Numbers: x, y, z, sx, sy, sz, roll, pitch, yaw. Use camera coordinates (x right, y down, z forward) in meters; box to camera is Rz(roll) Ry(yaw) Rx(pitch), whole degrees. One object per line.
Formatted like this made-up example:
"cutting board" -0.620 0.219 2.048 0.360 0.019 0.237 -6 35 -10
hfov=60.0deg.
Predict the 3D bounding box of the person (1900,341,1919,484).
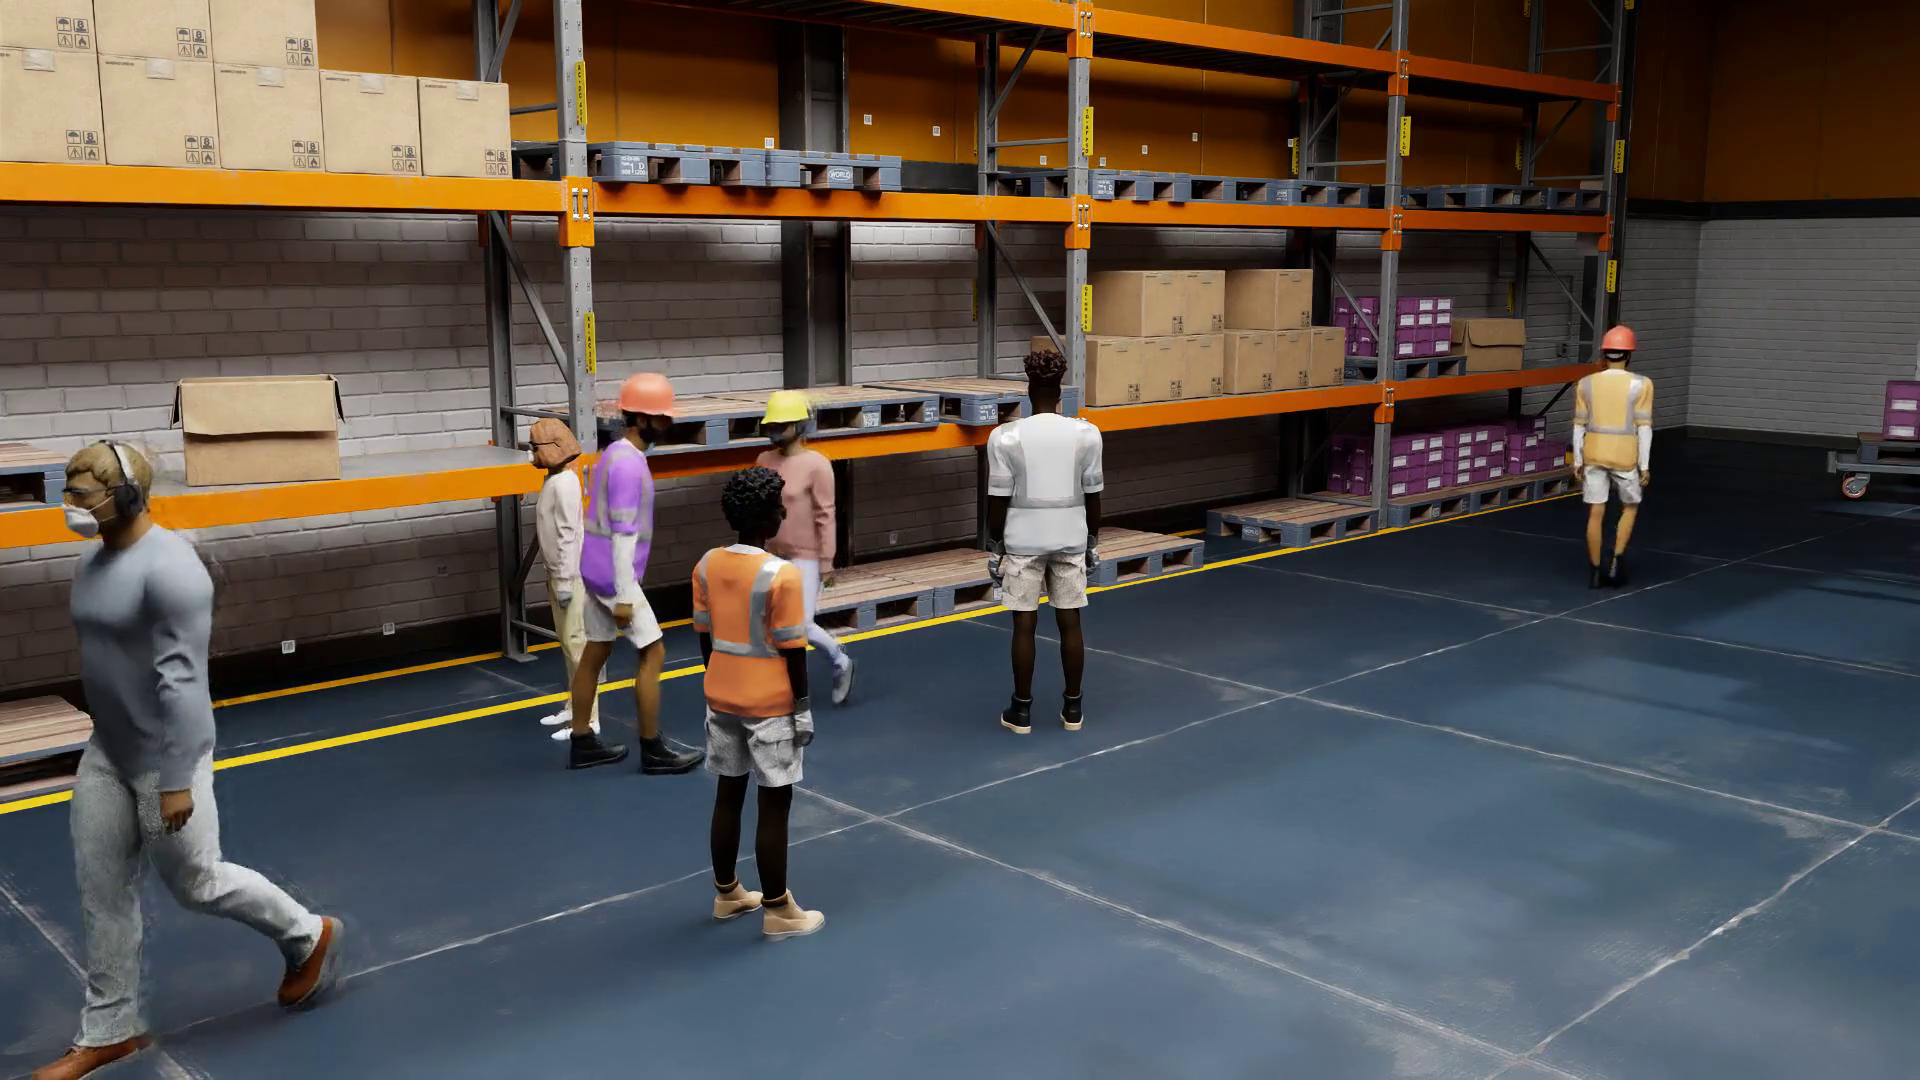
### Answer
"person" 10.386 -1.533 17.775 0.572 1.884 0.356 -4 10 -20

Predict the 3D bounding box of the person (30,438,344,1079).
"person" -2.373 0.633 5.030 0.638 1.916 0.870 7 12 35

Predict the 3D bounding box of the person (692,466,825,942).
"person" -0.724 0.581 5.947 0.541 1.696 0.316 8 13 40

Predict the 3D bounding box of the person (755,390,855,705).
"person" -0.839 0.083 8.718 0.530 1.755 0.471 8 12 39

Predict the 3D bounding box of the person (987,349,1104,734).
"person" 0.429 0.013 8.481 0.606 1.966 0.367 -2 10 -10

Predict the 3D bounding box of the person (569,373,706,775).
"person" -1.541 0.176 7.775 0.660 1.894 0.543 -3 10 -17

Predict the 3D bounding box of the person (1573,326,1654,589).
"person" 4.786 -0.600 12.185 0.569 1.924 0.496 7 12 34

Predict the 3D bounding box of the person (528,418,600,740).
"person" -2.023 0.190 8.450 0.284 1.627 0.493 -4 11 -23
